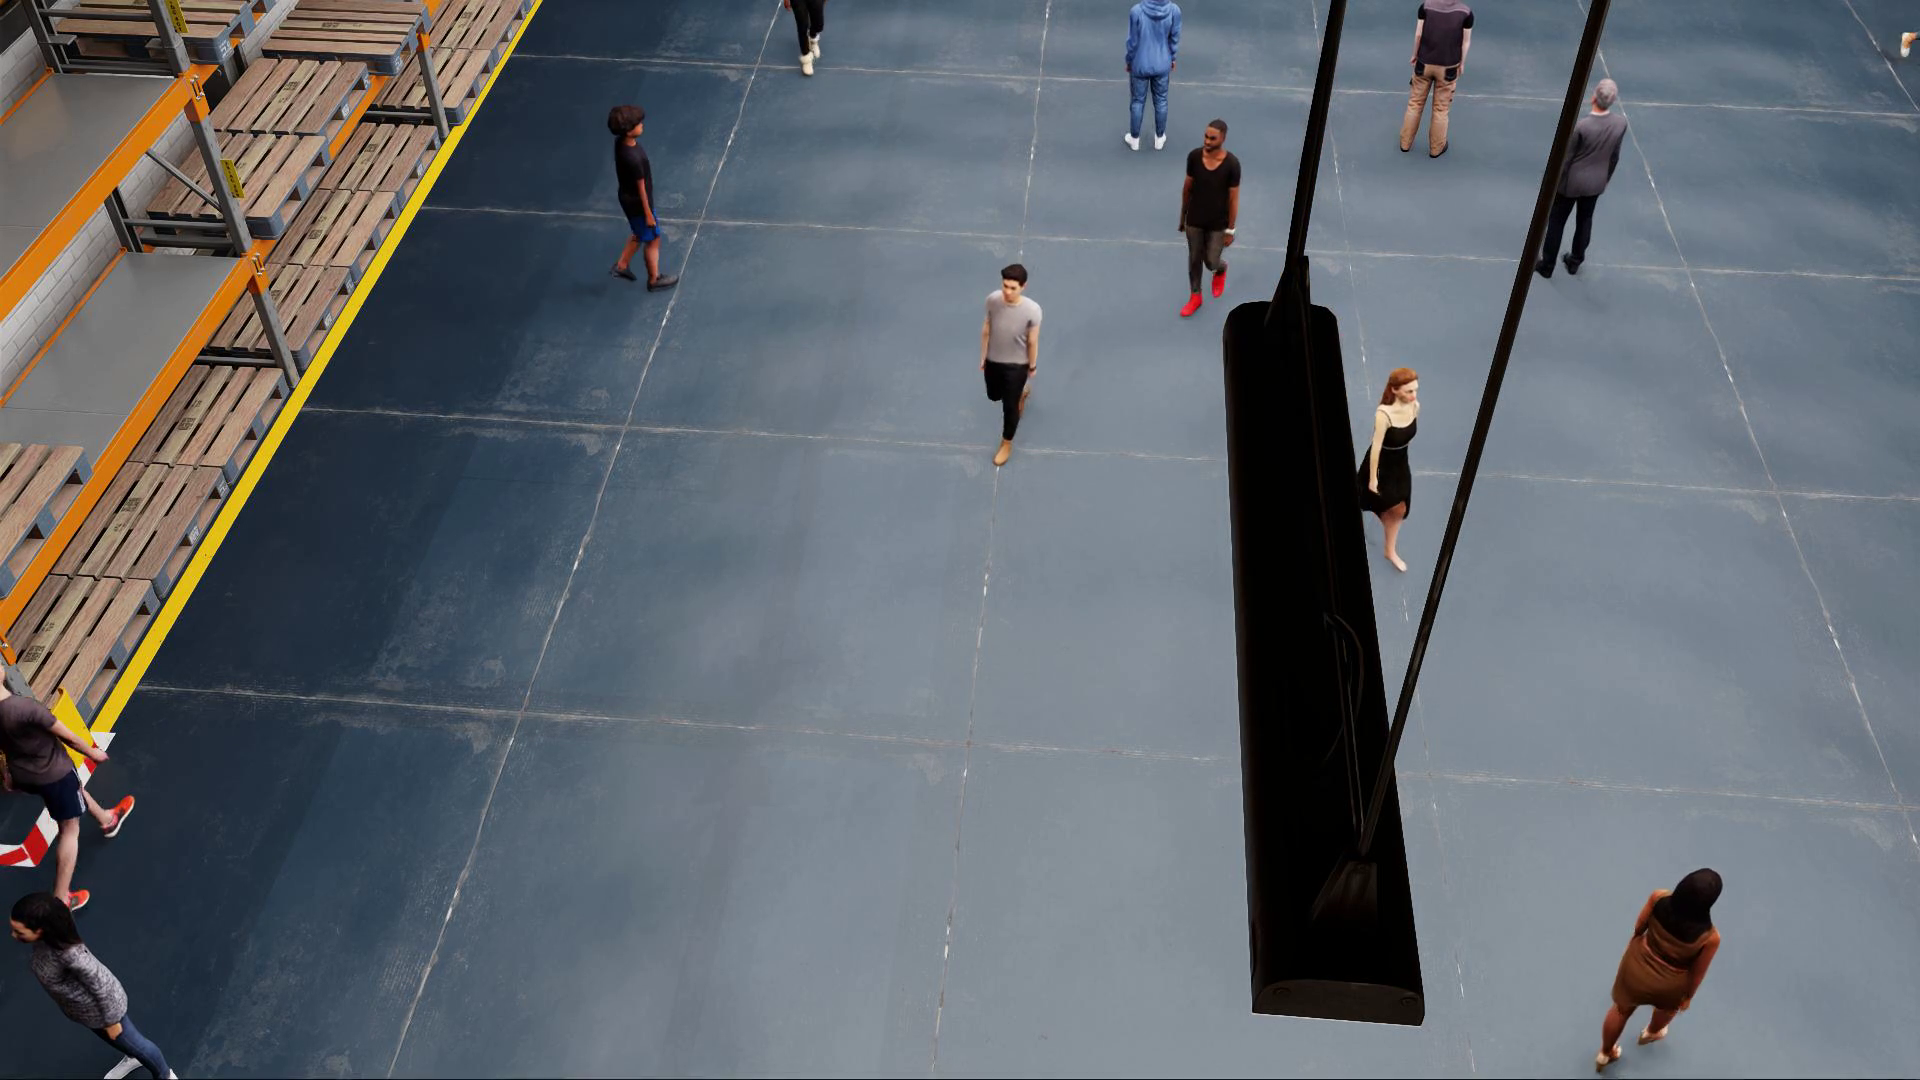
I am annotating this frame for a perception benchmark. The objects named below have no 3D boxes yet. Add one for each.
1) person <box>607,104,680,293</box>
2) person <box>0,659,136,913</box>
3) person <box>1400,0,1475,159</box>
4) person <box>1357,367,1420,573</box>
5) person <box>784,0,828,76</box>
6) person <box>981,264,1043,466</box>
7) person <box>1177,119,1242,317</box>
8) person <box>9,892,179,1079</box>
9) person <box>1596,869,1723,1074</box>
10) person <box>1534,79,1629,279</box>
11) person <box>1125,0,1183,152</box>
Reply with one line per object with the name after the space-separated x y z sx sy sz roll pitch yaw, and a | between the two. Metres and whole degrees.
-2.795 -2.845 14.030 0.889 1.786 0.877 -18 46 -18 | person
-5.297 1.407 9.546 0.735 1.813 1.202 7 44 8 | person
4.518 -4.523 15.749 0.761 1.843 0.726 19 47 19 | person
2.945 -0.571 11.783 0.923 1.592 1.125 -19 47 -19 | person
-1.594 -5.626 17.048 0.709 1.649 0.804 -8 44 -8 | person
0.401 -1.414 12.593 0.846 1.695 1.045 21 47 20 | person
2.120 -2.720 13.891 0.843 1.796 0.929 24 48 23 | person
-4.488 2.363 8.601 0.694 1.732 0.701 28 50 26 | person
3.599 2.340 8.724 0.877 1.596 0.814 -31 52 -28 | person
5.318 -3.092 14.250 0.785 1.839 0.691 -7 44 -8 | person
1.816 -4.571 15.825 0.703 1.808 0.593 -2 44 -2 | person
